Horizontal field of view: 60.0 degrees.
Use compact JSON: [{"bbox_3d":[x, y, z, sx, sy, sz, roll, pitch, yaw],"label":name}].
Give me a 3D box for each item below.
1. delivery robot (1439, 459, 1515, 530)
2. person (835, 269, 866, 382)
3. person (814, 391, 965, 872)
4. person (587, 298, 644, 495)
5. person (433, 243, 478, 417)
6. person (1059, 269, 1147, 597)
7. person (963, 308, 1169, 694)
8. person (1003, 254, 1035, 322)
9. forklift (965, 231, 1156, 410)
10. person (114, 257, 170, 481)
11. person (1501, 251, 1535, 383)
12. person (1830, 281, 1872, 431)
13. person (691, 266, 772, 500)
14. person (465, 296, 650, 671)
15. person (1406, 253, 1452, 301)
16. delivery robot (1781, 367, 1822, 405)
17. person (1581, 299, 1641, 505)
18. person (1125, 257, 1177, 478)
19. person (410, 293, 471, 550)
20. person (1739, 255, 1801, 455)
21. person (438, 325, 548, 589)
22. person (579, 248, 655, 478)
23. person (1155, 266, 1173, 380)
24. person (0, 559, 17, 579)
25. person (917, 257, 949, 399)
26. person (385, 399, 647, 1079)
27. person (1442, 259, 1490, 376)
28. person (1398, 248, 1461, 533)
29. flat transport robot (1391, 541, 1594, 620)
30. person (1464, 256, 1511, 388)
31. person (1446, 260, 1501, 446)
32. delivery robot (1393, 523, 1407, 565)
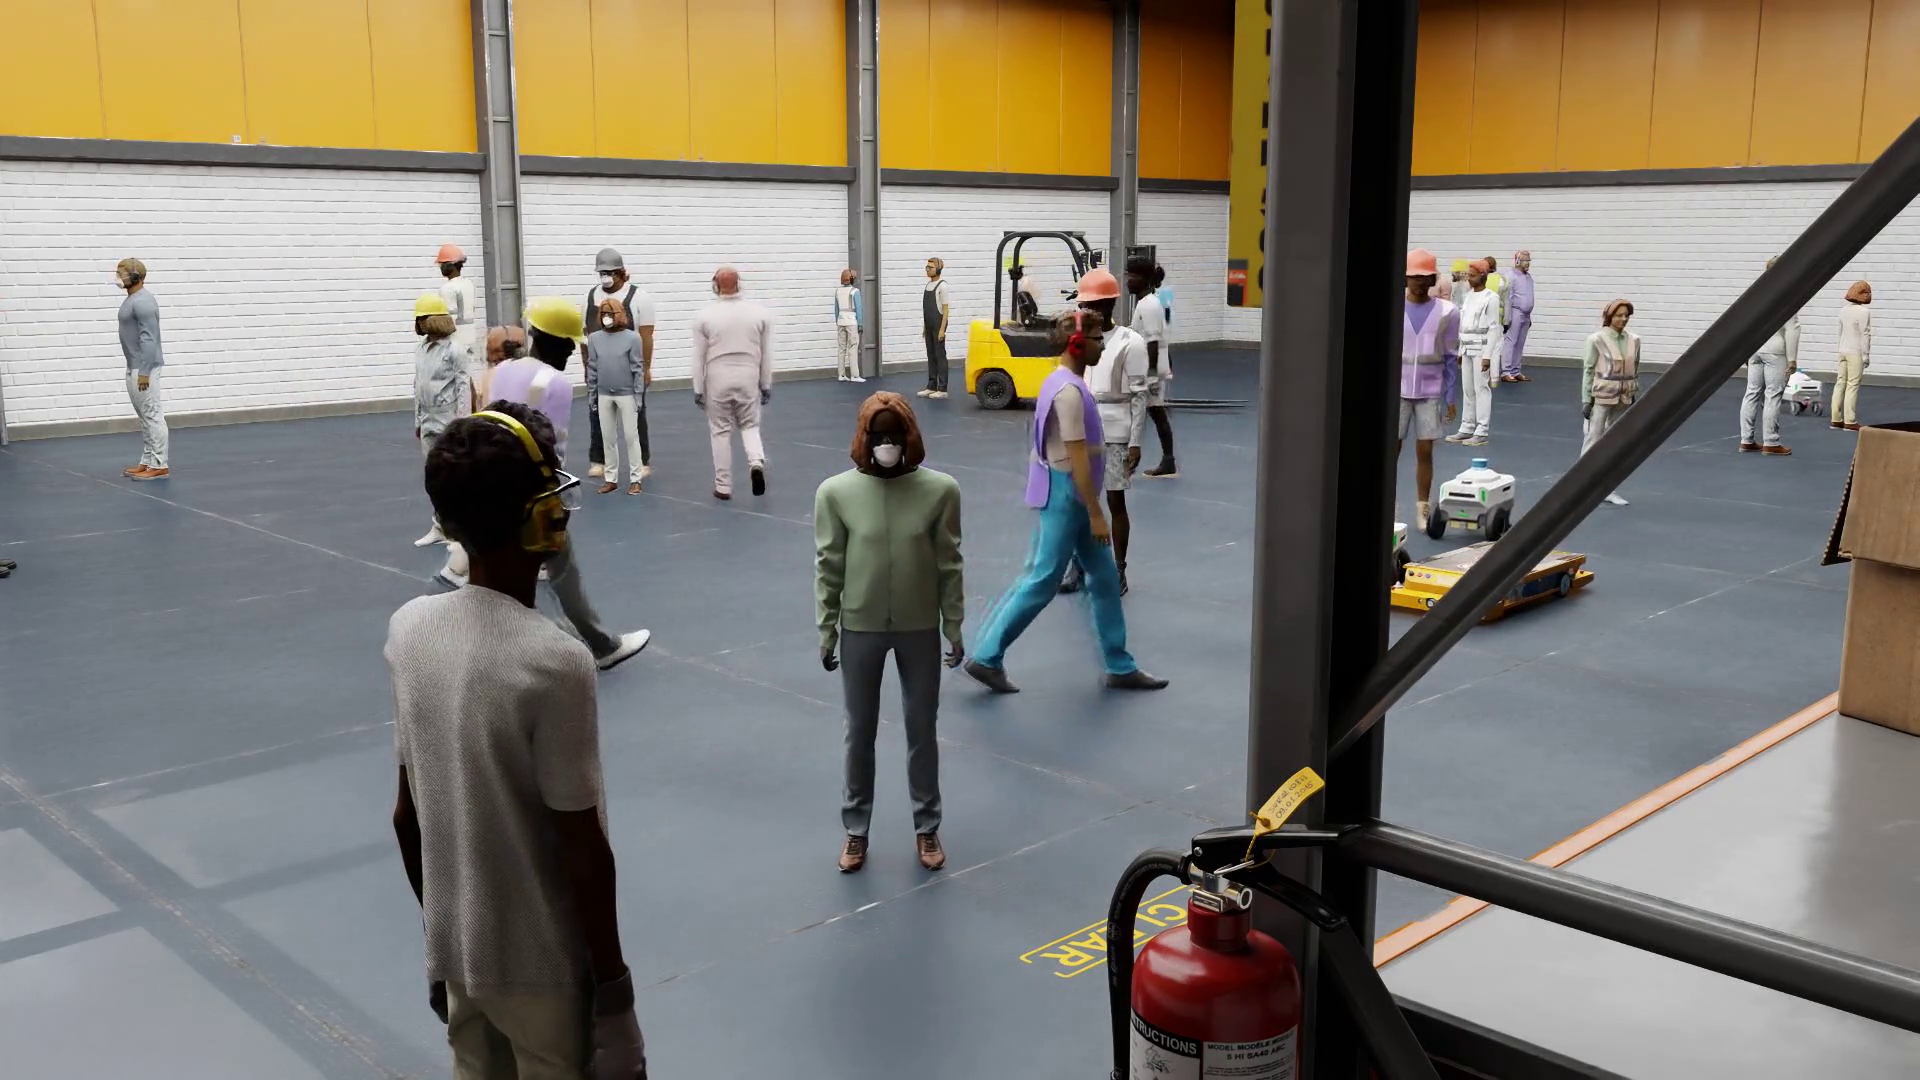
[{"bbox_3d":[3.659,-0.332,11.751,0.477,0.478,0.707,7,13,34],"label":"delivery robot"},{"bbox_3d":[-1.617,-3.112,24.203,0.514,1.642,0.310,9,14,40],"label":"person"},{"bbox_3d":[-0.234,0.311,5.580,0.503,1.627,0.270,-1,10,-8],"label":"person"},{"bbox_3d":[-2.837,-1.181,13.722,0.501,1.626,0.282,3,11,14],"label":"person"},{"bbox_3d":[-5.186,-2.015,17.120,0.367,2.046,0.608,1,10,7],"label":"person"},{"bbox_3d":[0.814,-0.622,9.815,0.553,1.935,0.361,6,12,29],"label":"person"},{"bbox_3d":[0.480,-0.172,7.712,0.937,1.809,0.567,1,10,8],"label":"person"},{"bbox_3d":[0.920,-2.836,22.045,0.754,1.895,0.637,-1,10,-5],"label":"person"},{"bbox_3d":[1.222,-2.721,20.561,2.313,2.155,1.214,2,11,13],"label":"forklift"},{"bbox_3d":[-7.175,-1.494,14.568,0.372,1.940,0.631,-7,13,-35],"label":"person"},{"bbox_3d":[8.148,-3.250,24.236,0.655,1.905,0.407,-9,14,-41],"label":"person"},{"bbox_3d":[9.799,-2.015,18.238,0.279,1.634,0.499,-1,10,-5],"label":"person"},{"bbox_3d":[-1.819,-1.246,13.348,0.663,1.890,0.531,-4,11,-20],"label":"person"},{"bbox_3d":[-1.993,-0.207,7.809,0.602,1.846,1.056,8,13,36],"label":"person"},{"bbox_3d":[6.166,-2.859,22.098,0.651,1.907,0.409,10,14,42],"label":"person"},{"bbox_3d":[9.994,-1.826,19.901,0.477,0.478,0.707,0,10,0],"label":"delivery robot"},{"bbox_3d":[5.124,-1.077,13.115,0.523,1.638,0.310,-3,11,-18],"label":"person"},{"bbox_3d":[1.536,-1.489,14.525,0.842,1.933,0.608,2,11,10],"label":"person"},{"bbox_3d":[-3.534,-0.797,11.303,0.492,1.742,0.324,6,12,32],"label":"person"},{"bbox_3d":[7.888,-1.792,16.194,0.364,1.939,0.636,-4,11,-23],"label":"person"},{"bbox_3d":[-2.769,-0.491,10.011,0.834,1.601,0.517,-5,11,-25],"label":"person"},{"bbox_3d":[-3.023,-1.552,14.605,0.681,2.000,0.539,1,10,5],"label":"person"},{"bbox_3d":[2.945,-3.198,24.578,0.345,1.678,0.537,-6,12,-29],"label":"person"},{"bbox_3d":[-6.167,-0.719,10.374,0.373,1.928,0.543,-4,11,-19],"label":"person"},{"bbox_3d":[-0.335,-2.779,21.833,0.345,1.847,0.507,-7,12,-32],"label":"person"},{"bbox_3d":[-0.711,0.705,2.752,0.514,1.876,0.328,8,13,36],"label":"person"},{"bbox_3d":[7.662,-3.339,25.054,0.831,1.796,0.606,1,10,5],"label":"person"},{"bbox_3d":[3.241,-1.057,11.905,0.615,2.041,0.392,2,11,12],"label":"person"},{"bbox_3d":[3.119,0.218,9.785,0.652,0.197,1.431,10,14,43],"label":"flat transport robot"},{"bbox_3d":[7.390,-3.058,23.370,0.633,1.839,0.429,2,11,12],"label":"person"},{"bbox_3d":[5.249,-1.901,16.940,0.355,1.884,0.573,-3,11,-14],"label":"person"},{"bbox_3d":[2.296,-0.005,9.969,0.707,0.478,0.477,5,12,24],"label":"delivery robot"}]
